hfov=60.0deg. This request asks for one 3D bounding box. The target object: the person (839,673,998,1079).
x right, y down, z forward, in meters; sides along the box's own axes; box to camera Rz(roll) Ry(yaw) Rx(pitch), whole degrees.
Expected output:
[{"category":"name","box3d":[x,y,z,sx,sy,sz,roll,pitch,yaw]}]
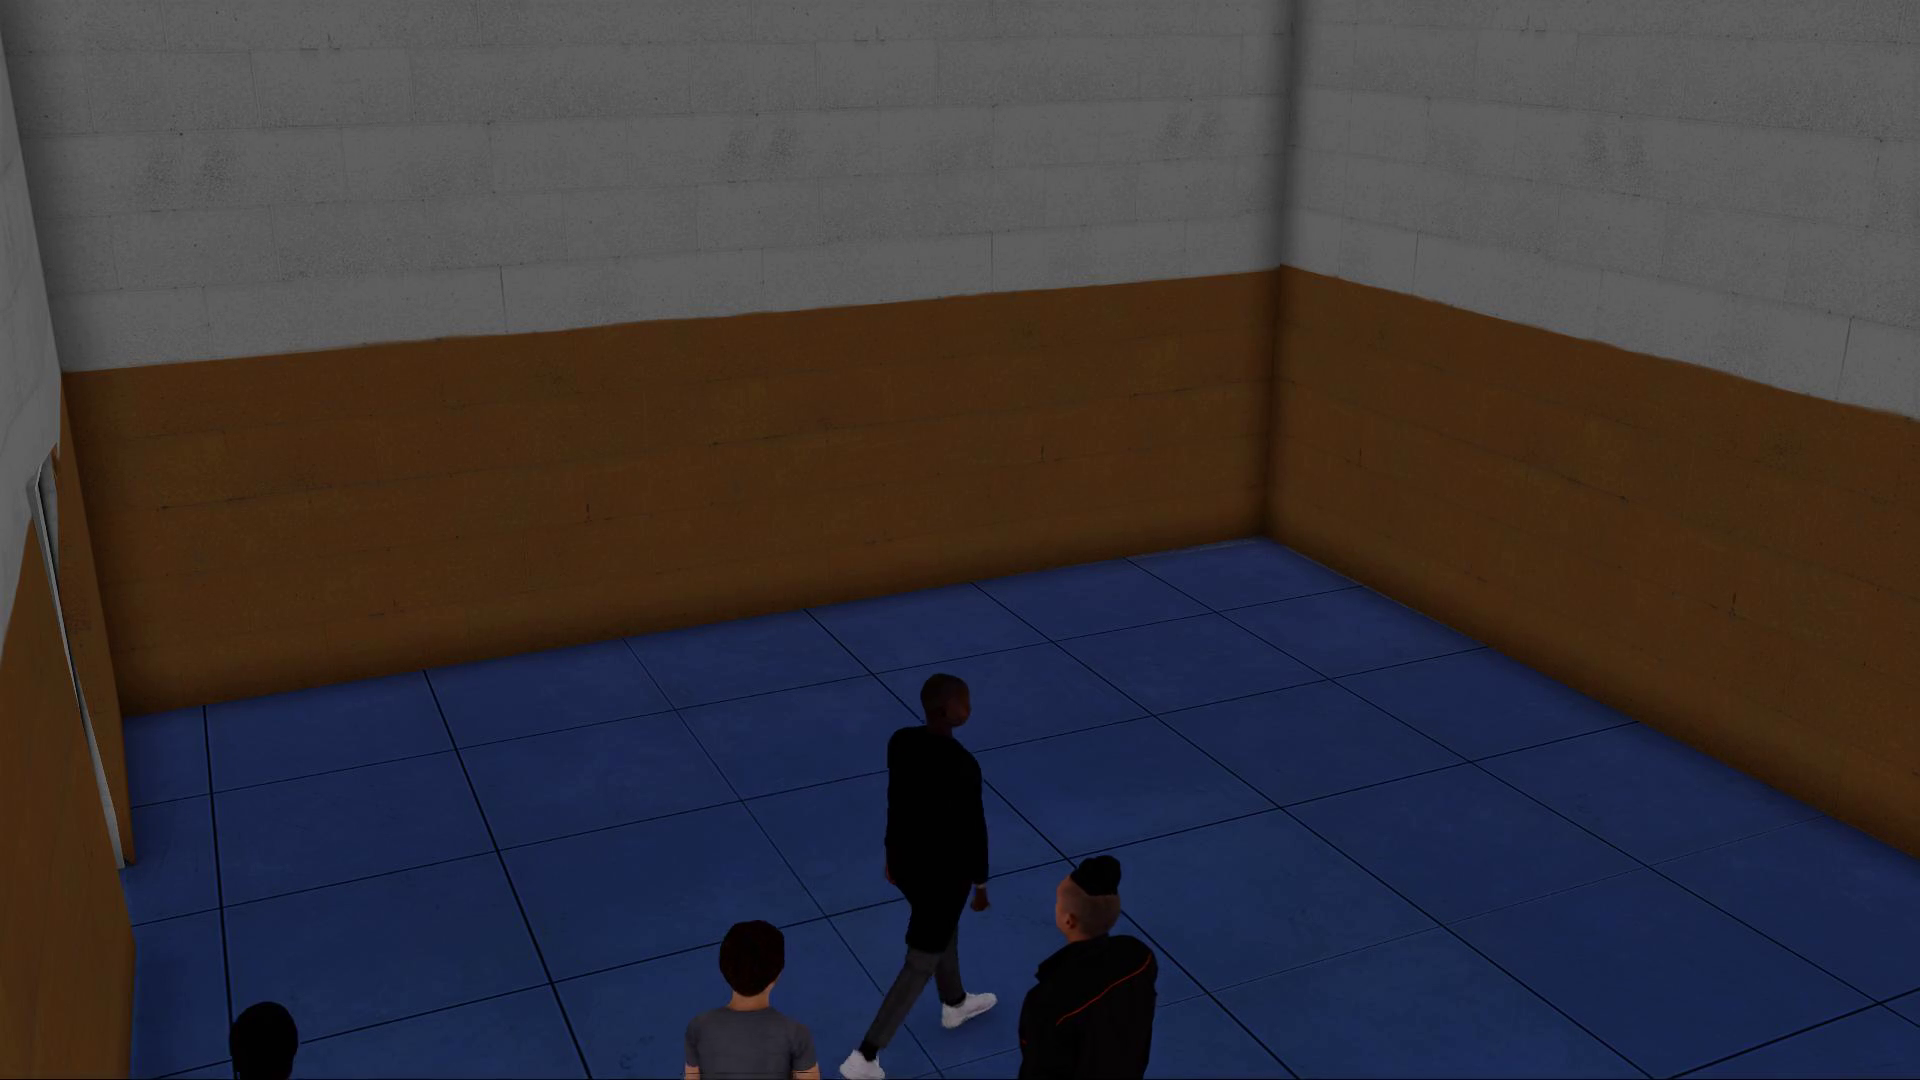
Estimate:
[{"category":"person","box3d":[-0.185,1.396,6.692,0.953,1.719,1.264,17,25,41]}]

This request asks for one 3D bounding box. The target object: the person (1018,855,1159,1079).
[{"category":"person","box3d":[0.384,1.808,5.208,0.914,1.862,0.744,14,23,37]}]

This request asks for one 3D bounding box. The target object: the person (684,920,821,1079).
[{"category":"person","box3d":[-0.671,2.003,5.053,1.137,1.602,1.076,3,19,8]}]
